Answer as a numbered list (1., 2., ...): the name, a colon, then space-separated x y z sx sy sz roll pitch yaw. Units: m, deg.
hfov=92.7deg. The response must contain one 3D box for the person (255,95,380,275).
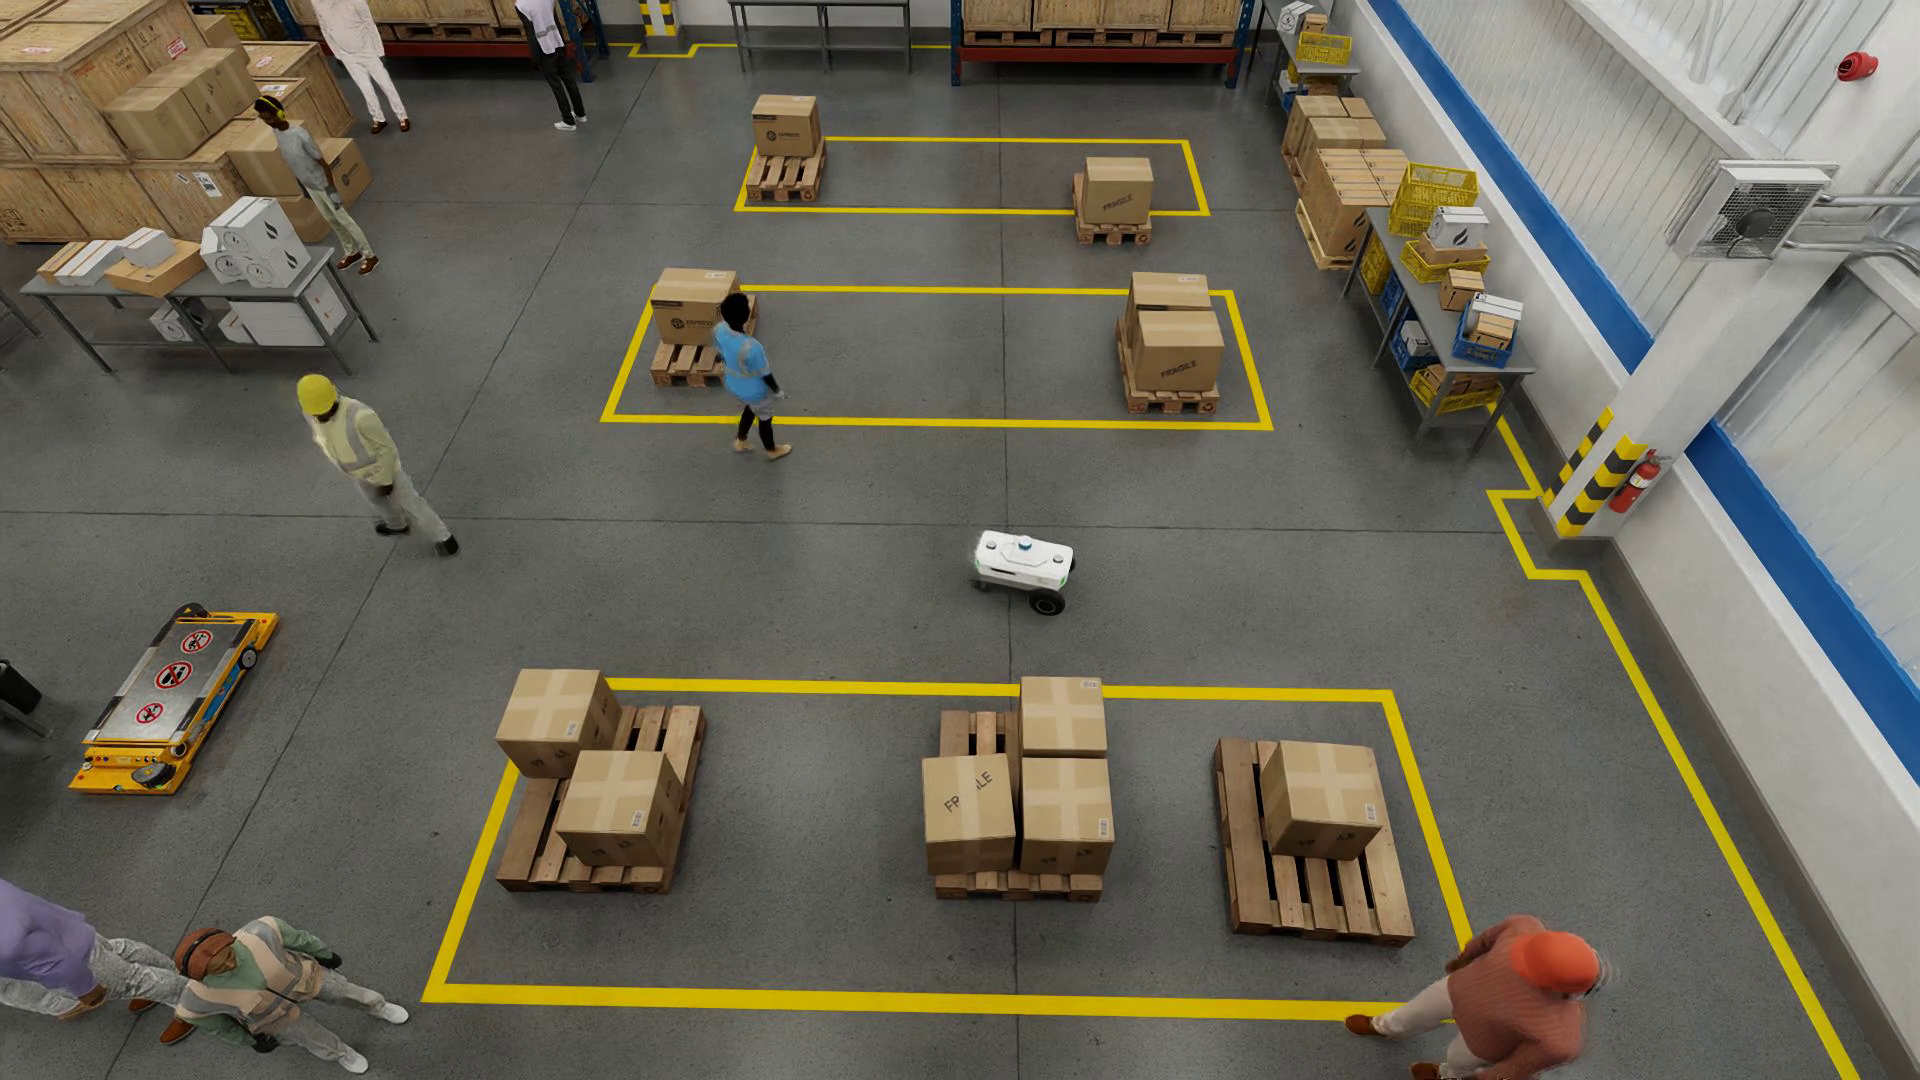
1. person: -6.564 -3.597 9.357 0.521 1.865 0.327 18 52 15

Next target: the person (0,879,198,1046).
1. person: -4.464 2.048 4.533 0.635 1.936 0.354 27 55 21

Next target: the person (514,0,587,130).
1. person: -5.152 -6.155 11.488 0.373 1.913 0.596 17 52 14

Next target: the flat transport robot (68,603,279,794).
1. flat transport robot: -5.504 1.072 6.442 0.652 0.197 1.431 1 50 1

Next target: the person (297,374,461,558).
1. person: -4.451 -0.567 6.851 0.775 1.800 0.403 12 51 10

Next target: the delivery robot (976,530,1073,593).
1. delivery robot: 0.483 0.158 6.972 0.707 0.478 0.477 12 51 10

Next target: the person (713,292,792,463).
1. person: -1.704 -1.276 7.513 0.397 1.678 0.552 -37 59 -27

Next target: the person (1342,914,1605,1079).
1. person: 2.506 2.257 4.348 0.711 1.979 0.615 1 50 1

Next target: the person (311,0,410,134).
1. person: -7.501 -6.075 11.423 0.641 1.913 0.407 -5 50 -4

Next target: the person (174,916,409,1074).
1. person: -3.327 2.262 4.550 0.313 1.634 0.514 19 52 16

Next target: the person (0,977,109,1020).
1. person: -5.129 1.992 4.642 0.633 1.842 0.429 36 59 27
